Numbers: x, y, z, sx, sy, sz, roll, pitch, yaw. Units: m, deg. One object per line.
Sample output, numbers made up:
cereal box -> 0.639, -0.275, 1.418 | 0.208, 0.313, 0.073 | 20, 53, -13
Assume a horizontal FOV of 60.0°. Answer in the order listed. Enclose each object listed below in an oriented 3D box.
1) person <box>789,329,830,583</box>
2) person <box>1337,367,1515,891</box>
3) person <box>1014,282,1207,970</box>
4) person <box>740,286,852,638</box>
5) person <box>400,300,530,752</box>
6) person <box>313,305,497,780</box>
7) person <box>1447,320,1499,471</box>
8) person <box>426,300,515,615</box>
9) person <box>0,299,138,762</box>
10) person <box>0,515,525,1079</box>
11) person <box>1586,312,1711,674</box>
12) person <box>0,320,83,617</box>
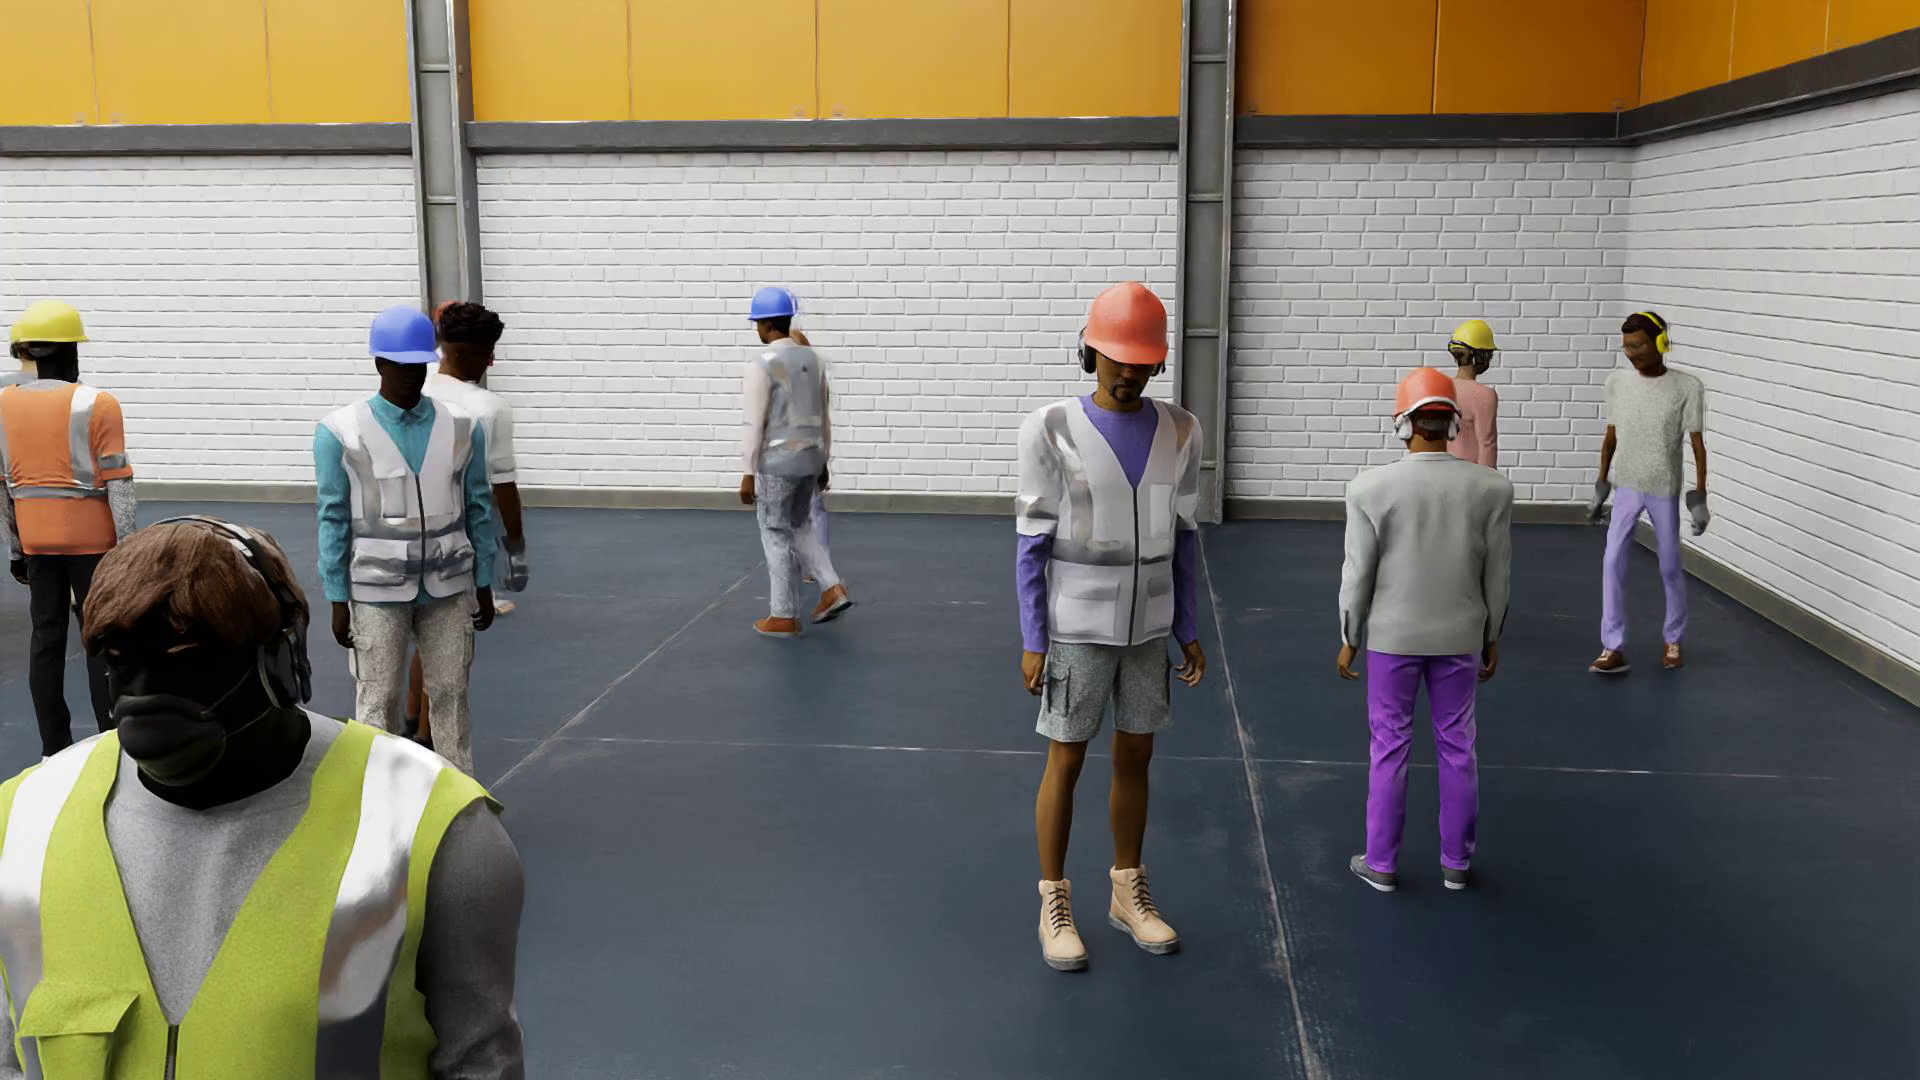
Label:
person -> -1.040, -0.539, 10.692 | 0.495, 1.624, 0.281 | 7, 12, 33
person -> 1.529, 0.300, 5.531 | 0.567, 1.746, 0.341 | 0, 10, 0
person -> 0.464, 0.259, 4.951 | 0.605, 2.033, 0.392 | -4, 11, -21
person -> -0.944, -0.418, 9.121 | 0.512, 1.925, 0.648 | 6, 11, 30
person -> -2.069, 0.011, 6.668 | 0.618, 1.922, 0.576 | 4, 11, 24
person -> -1.914, 0.157, 5.811 | 0.607, 1.940, 0.417 | -7, 12, -35
person -> 2.684, -0.287, 8.876 | 0.348, 1.761, 0.523 | -3, 10, -17
person -> -2.894, -0.435, 9.451 | 0.742, 1.841, 0.611 | 1, 10, 3
person -> -3.610, -0.004, 6.753 | 0.585, 1.930, 0.361 | 0, 10, 3
person -> -0.818, 0.883, 1.929 | 0.626, 1.844, 0.429 | 0, 10, -3
person -> 3.426, -0.223, 8.332 | 0.626, 1.815, 0.864 | 8, 13, 40
person -> -5.179, -0.374, 9.375 | 0.525, 1.752, 0.455 | -6, 11, -30
